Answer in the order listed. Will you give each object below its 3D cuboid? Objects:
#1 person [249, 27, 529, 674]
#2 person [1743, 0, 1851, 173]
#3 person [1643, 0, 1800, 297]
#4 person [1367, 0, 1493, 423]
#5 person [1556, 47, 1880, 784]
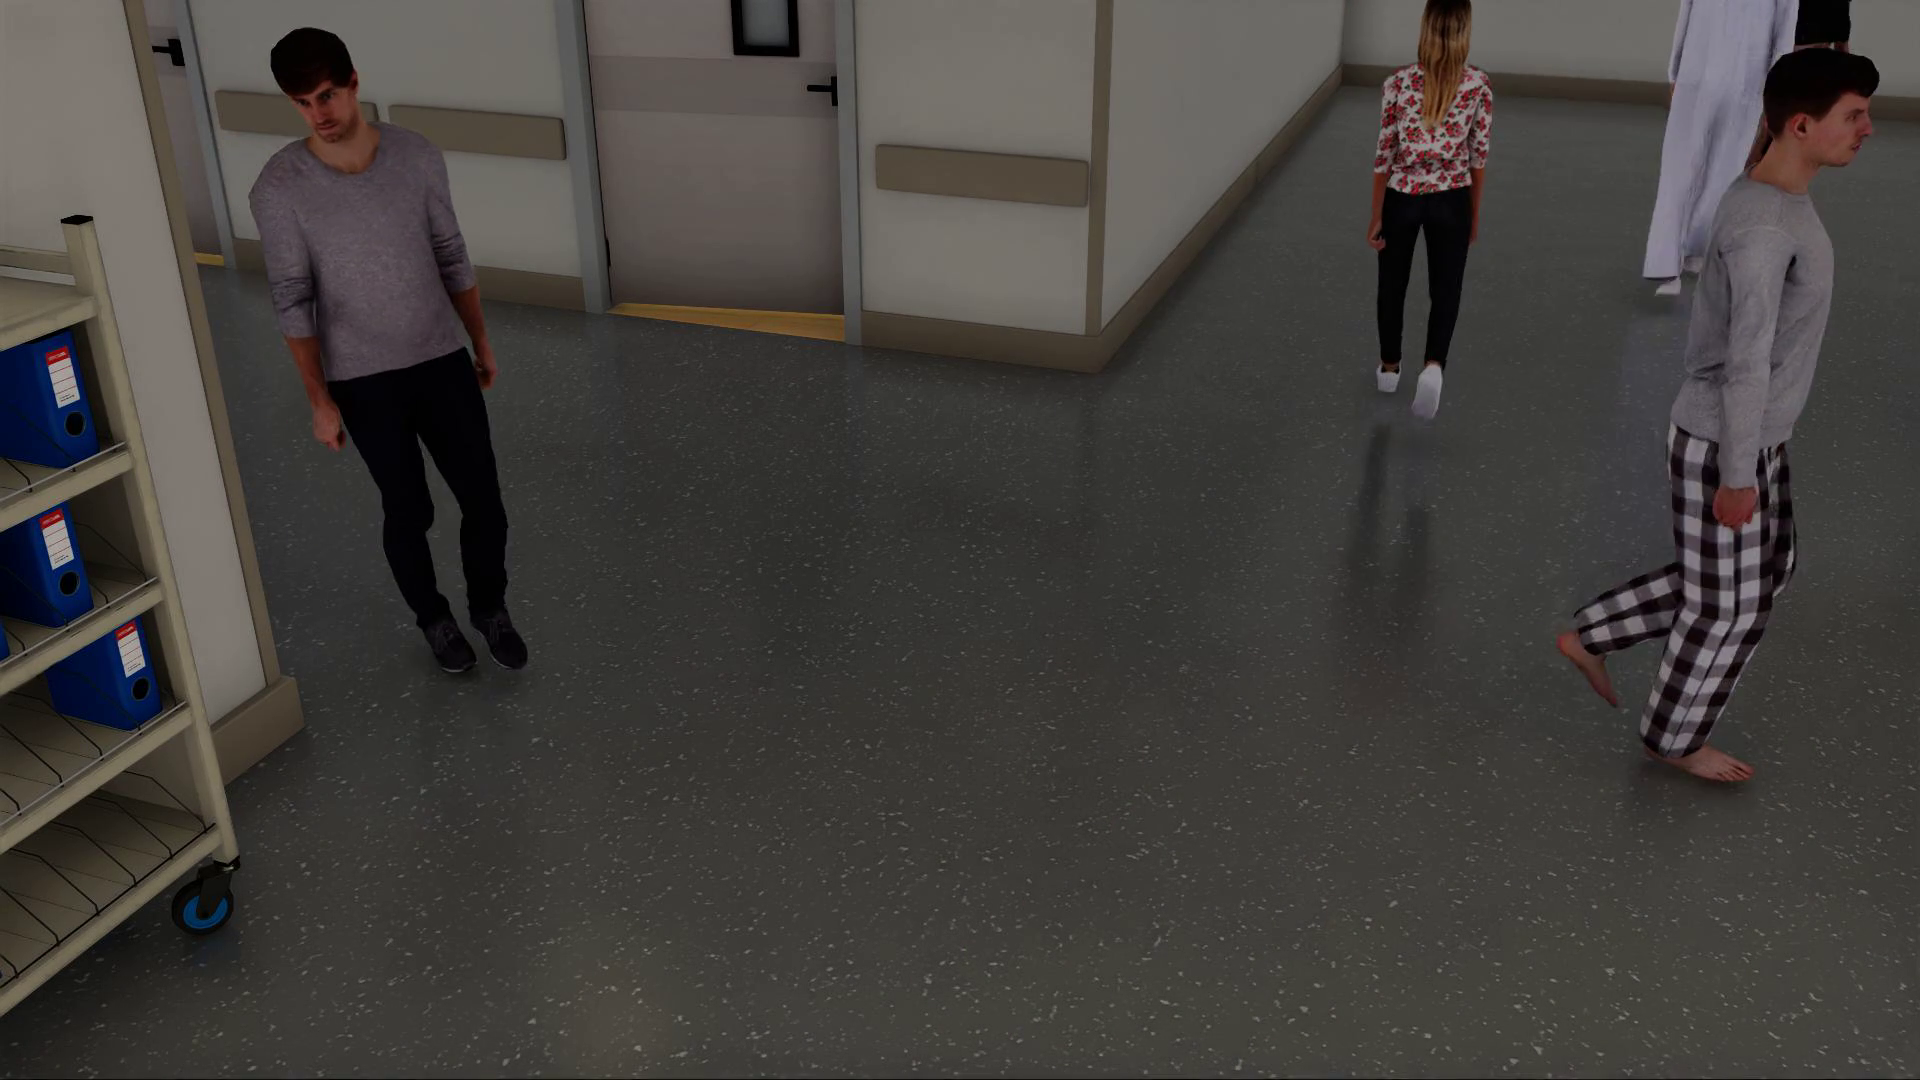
[{"bbox_3d":[-1.563,-0.471,4.520,0.817,1.810,0.915,-19,32,-34],"label":"person"},{"bbox_3d":[4.432,-2.664,8.955,0.894,1.908,0.773,23,34,39],"label":"person"},{"bbox_3d":[3.615,-2.119,7.862,0.752,1.876,1.273,12,28,22],"label":"person"},{"bbox_3d":[1.778,-1.243,6.347,0.663,1.613,1.056,5,26,11],"label":"person"},{"bbox_3d":[1.804,-0.265,4.067,0.760,1.833,0.744,13,29,25],"label":"person"}]
